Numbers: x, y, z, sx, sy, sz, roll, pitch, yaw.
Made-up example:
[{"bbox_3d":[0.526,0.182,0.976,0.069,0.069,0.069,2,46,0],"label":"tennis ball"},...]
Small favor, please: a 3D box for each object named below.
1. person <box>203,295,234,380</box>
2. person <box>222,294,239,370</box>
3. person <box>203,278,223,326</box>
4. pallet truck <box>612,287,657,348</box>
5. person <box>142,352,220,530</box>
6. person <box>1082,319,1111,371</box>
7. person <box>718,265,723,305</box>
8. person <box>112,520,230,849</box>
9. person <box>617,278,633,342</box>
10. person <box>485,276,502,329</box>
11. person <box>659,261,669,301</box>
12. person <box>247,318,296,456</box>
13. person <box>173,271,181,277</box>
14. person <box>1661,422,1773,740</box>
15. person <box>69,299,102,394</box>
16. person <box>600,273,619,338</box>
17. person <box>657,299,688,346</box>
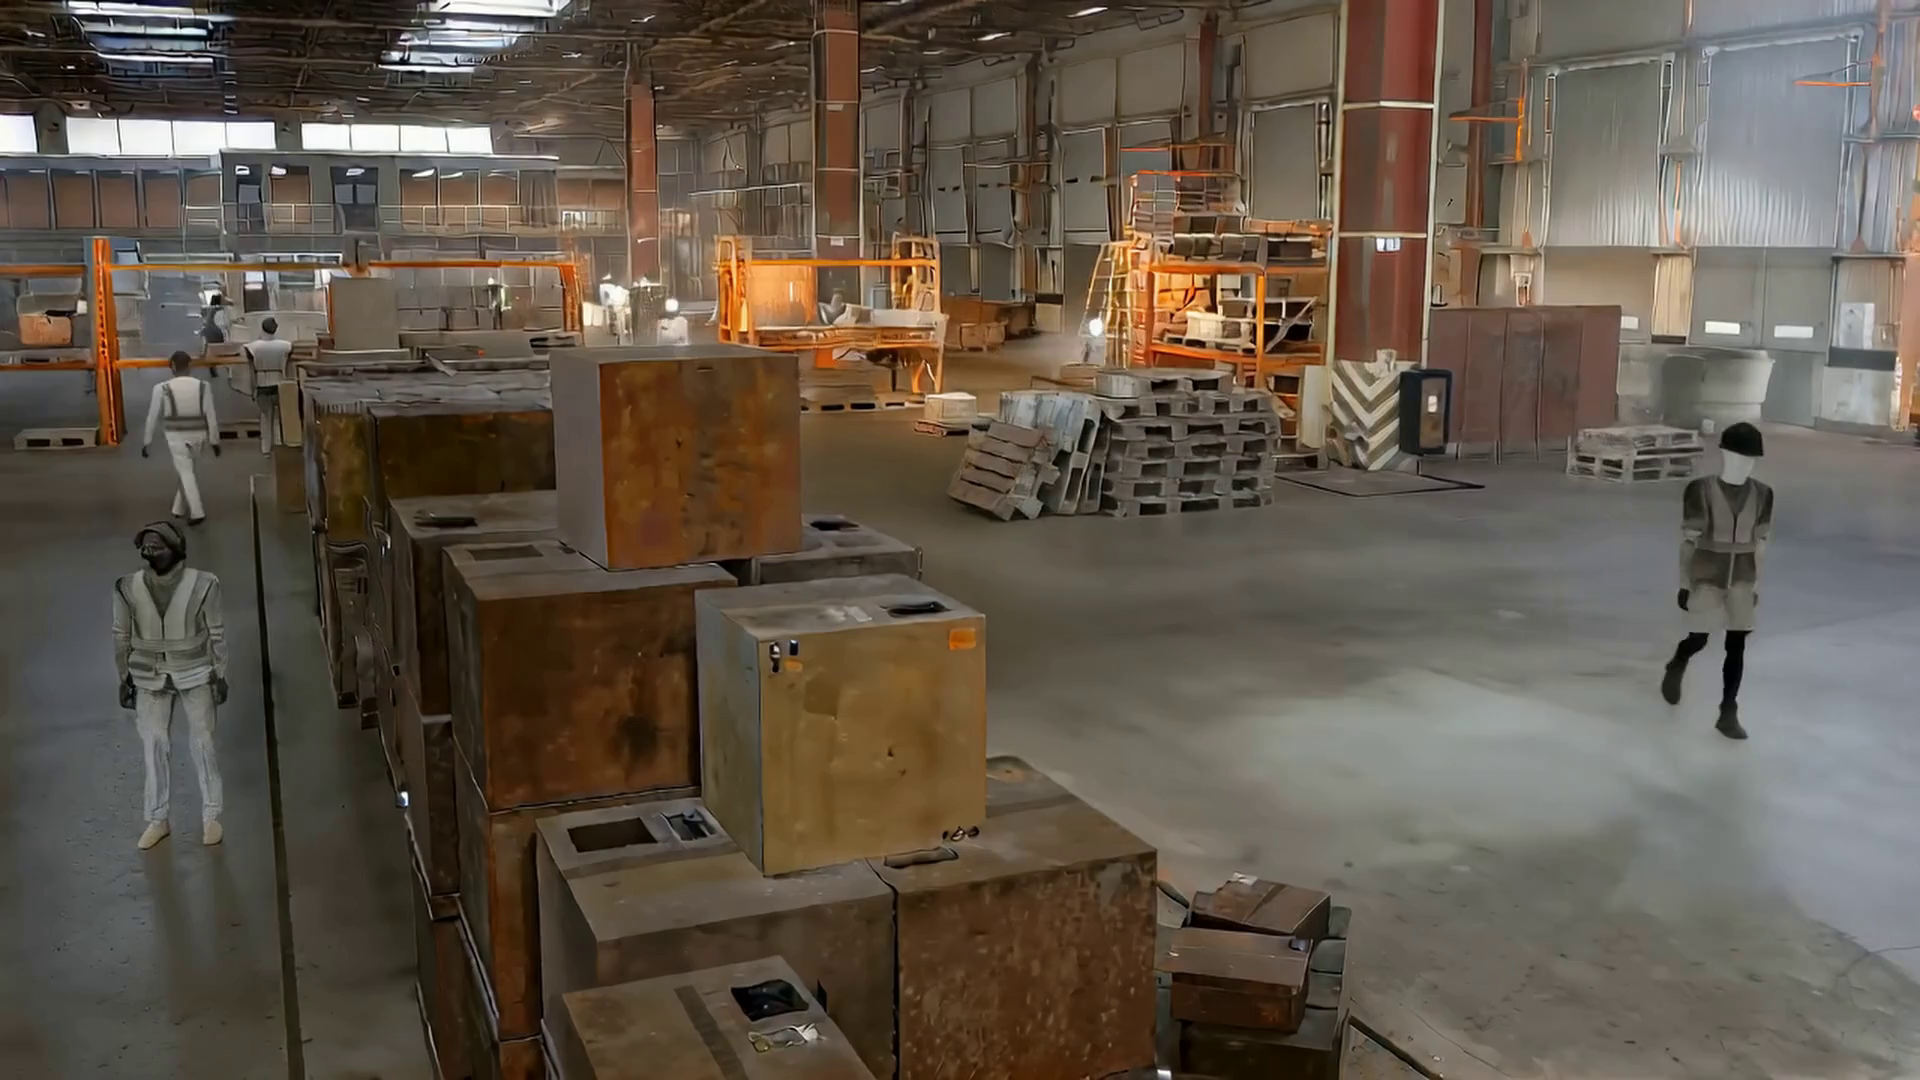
[{"bbox_3d":[-15.878,-4.337,35.579,0.519,1.792,0.954,2,10,9],"label":"person"},{"bbox_3d":[-16.679,-4.752,38.011,0.295,1.744,0.489,2,11,13],"label":"person"},{"bbox_3d":[-20.143,-6.080,44.793,0.552,1.937,0.356,-6,12,-30],"label":"person"},{"bbox_3d":[-6.464,-4.406,35.401,0.823,1.965,1.885,6,12,32],"label":"pallet truck"},{"bbox_3d":[-8.103,-1.032,17.295,1.009,1.826,0.697,10,14,44],"label":"person"},{"bbox_3d":[2.233,-2.902,28.052,0.841,1.662,0.533,8,13,37],"label":"person"},{"bbox_3d":[-10.463,-11.086,72.410,0.368,1.928,0.585,-7,12,-34],"label":"person"},{"bbox_3d":[-3.878,0.708,8.206,0.523,1.638,0.310,-2,11,-12],"label":"person"},{"bbox_3d":[-9.713,-6.661,48.264,0.624,1.844,0.429,6,12,32],"label":"person"},{"bbox_3d":[-13.509,-6.665,48.078,0.389,1.927,0.646,0,10,2],"label":"person"},{"bbox_3d":[-13.210,-11.384,73.907,0.614,1.984,0.408,-1,10,-4],"label":"person"},{"bbox_3d":[-9.478,-2.099,22.951,0.600,1.909,0.396,-4,11,-20],"label":"person"},{"bbox_3d":[-29.848,-9.452,63.531,0.355,1.883,0.572,-10,14,-43],"label":"person"},{"bbox_3d":[4.637,0.213,10.189,0.558,1.915,0.746,1,10,3],"label":"person"},{"bbox_3d":[-16.990,-3.755,32.309,0.553,1.821,0.984,-6,12,-31],"label":"person"},{"bbox_3d":[-10.534,-7.036,50.036,0.617,1.946,0.396,-8,13,-36],"label":"person"},{"bbox_3d":[-5.245,-3.463,30.486,0.621,1.901,0.610,4,11,21],"label":"person"}]
